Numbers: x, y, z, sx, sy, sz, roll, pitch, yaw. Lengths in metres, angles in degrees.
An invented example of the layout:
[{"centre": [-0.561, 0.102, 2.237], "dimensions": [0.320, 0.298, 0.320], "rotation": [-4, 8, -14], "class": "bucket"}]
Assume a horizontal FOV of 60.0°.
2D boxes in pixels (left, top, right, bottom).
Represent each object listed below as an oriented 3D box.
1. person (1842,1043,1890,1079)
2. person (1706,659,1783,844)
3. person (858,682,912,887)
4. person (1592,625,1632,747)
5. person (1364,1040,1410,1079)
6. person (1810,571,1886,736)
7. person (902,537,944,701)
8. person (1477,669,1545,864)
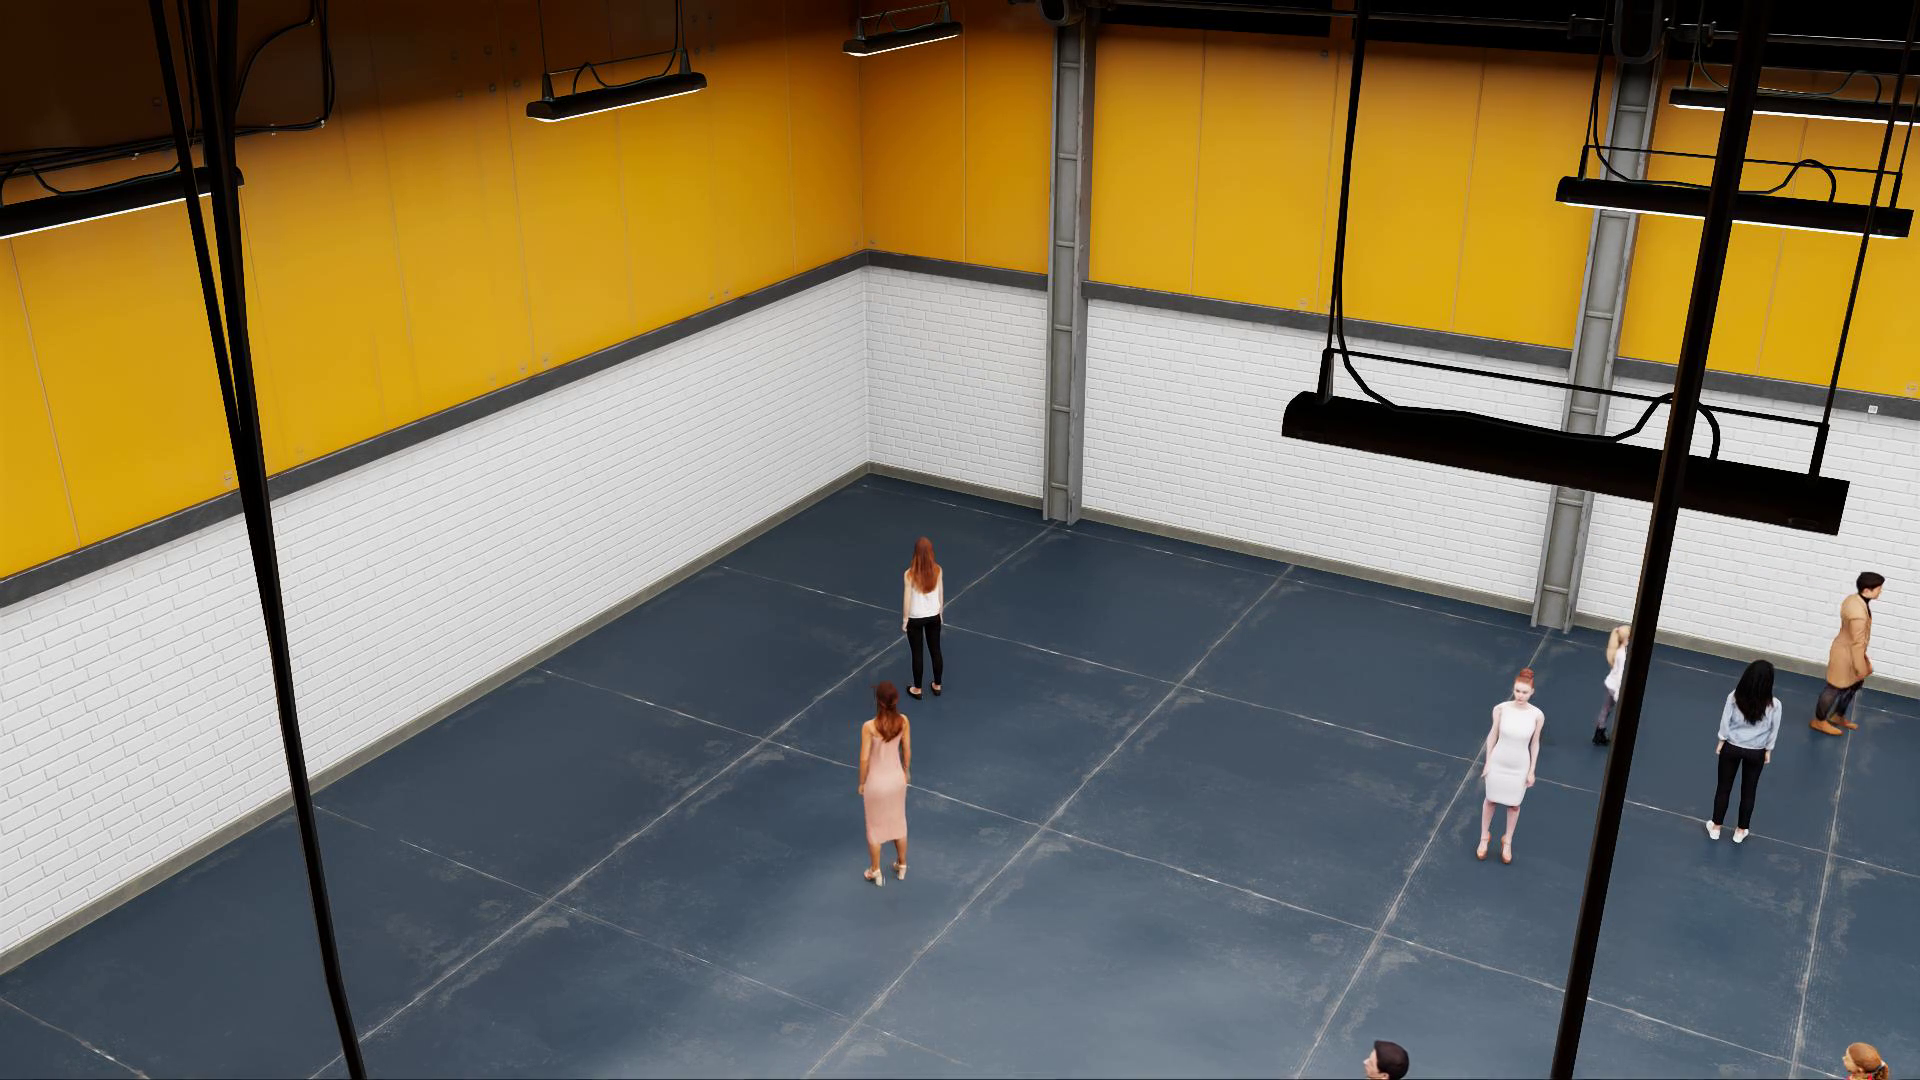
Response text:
[{"centre": [5.559, 3.680, 10.294], "dimensions": [0.638, 1.287, 0.946], "rotation": [-22, 32, -40], "class": "person"}, {"centre": [6.651, 1.781, 14.109], "dimensions": [0.540, 1.711, 0.697], "rotation": [8, 25, 19], "class": "person"}, {"centre": [-0.612, 1.980, 13.506], "dimensions": [0.679, 1.830, 0.703], "rotation": [-12, 26, -25], "class": "person"}, {"centre": [6.088, 1.377, 15.584], "dimensions": [0.663, 1.272, 0.599], "rotation": [4, 24, 9], "class": "person"}, {"centre": [2.409, 3.662, 9.616], "dimensions": [0.694, 1.864, 0.762], "rotation": [6, 24, 14], "class": "person"}, {"centre": [8.323, 1.054, 15.766], "dimensions": [0.689, 1.718, 0.711], "rotation": [10, 26, 22], "class": "person"}, {"centre": [-0.349, 0.767, 16.417], "dimensions": [0.650, 1.722, 0.684], "rotation": [-9, 25, -20], "class": "person"}, {"centre": [4.556, 1.881, 13.780], "dimensions": [0.474, 1.791, 0.665], "rotation": [8, 25, 18], "class": "person"}]
